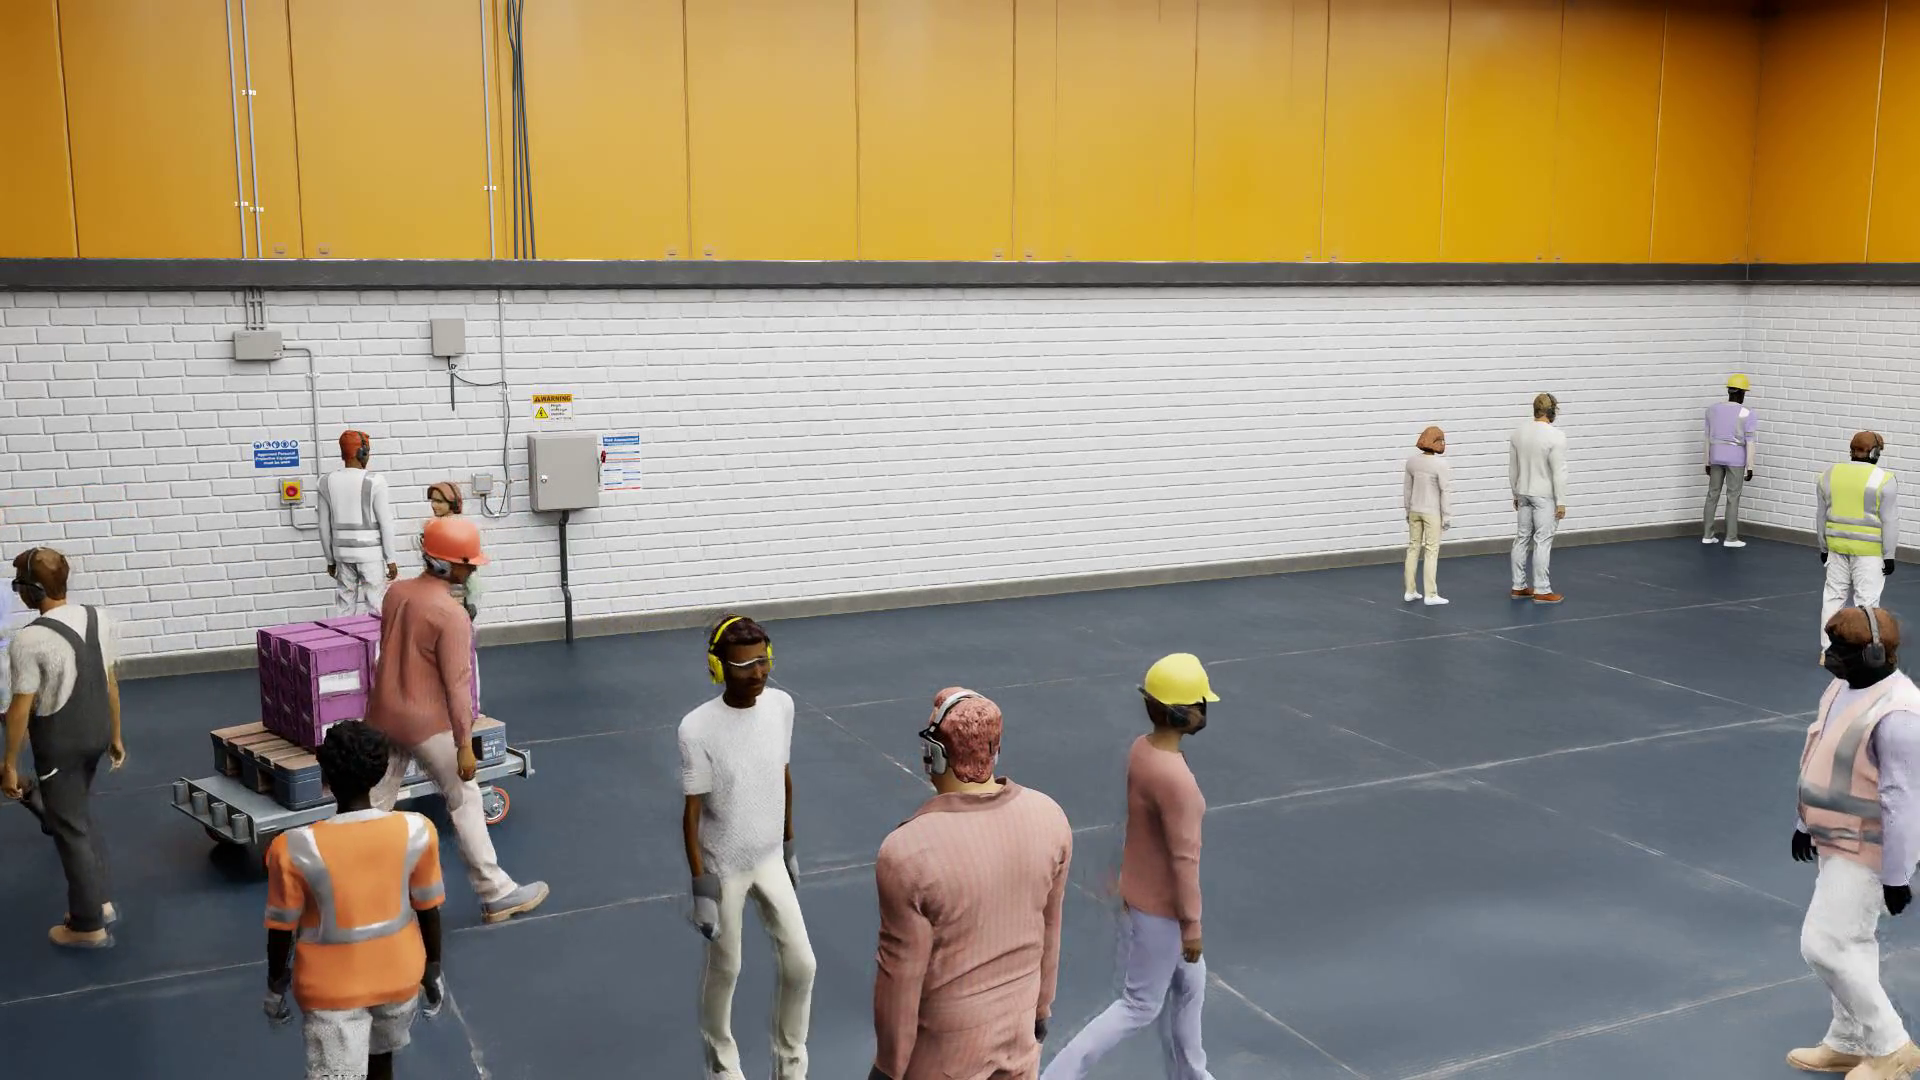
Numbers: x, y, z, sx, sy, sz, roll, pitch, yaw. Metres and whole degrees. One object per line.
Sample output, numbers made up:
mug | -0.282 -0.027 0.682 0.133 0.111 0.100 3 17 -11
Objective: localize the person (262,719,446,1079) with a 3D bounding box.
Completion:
person | -1.849 1.381 5.172 0.534 1.662 0.828 -8 12 -42

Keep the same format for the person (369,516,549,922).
person | -2.446 0.849 7.645 0.660 1.925 0.846 7 12 38

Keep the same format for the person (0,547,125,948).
person | -4.041 0.933 7.416 0.494 1.832 0.541 2 9 15

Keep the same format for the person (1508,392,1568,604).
person | 5.317 -0.386 15.278 0.358 1.937 0.636 -5 10 -26

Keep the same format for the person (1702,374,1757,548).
person | 8.510 -0.875 18.385 0.388 1.918 0.582 -7 12 -38

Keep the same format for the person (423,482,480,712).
person | -3.449 0.412 11.275 0.536 1.629 0.396 6 11 33

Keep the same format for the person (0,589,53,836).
person | -4.958 0.744 8.420 0.557 1.902 0.822 3 10 20

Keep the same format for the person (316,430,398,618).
person | -4.414 0.130 12.240 0.572 1.886 0.354 2 9 10

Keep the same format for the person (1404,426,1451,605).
person | 4.282 -0.229 15.245 0.269 1.632 0.504 -6 11 -33

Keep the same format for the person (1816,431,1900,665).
person | 6.849 0.084 12.682 0.429 1.839 0.622 -5 11 -30

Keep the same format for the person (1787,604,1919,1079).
person | 3.327 1.142 6.168 0.435 1.829 0.634 2 9 14

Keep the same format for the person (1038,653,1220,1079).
person | 0.630 1.246 5.805 0.824 1.739 0.533 -1 9 -7

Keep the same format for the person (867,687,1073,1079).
person | 0.002 1.346 4.631 0.643 1.909 0.410 -8 12 -40

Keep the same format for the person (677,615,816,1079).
person | -0.703 1.178 5.863 0.549 1.841 0.740 -8 12 -41
